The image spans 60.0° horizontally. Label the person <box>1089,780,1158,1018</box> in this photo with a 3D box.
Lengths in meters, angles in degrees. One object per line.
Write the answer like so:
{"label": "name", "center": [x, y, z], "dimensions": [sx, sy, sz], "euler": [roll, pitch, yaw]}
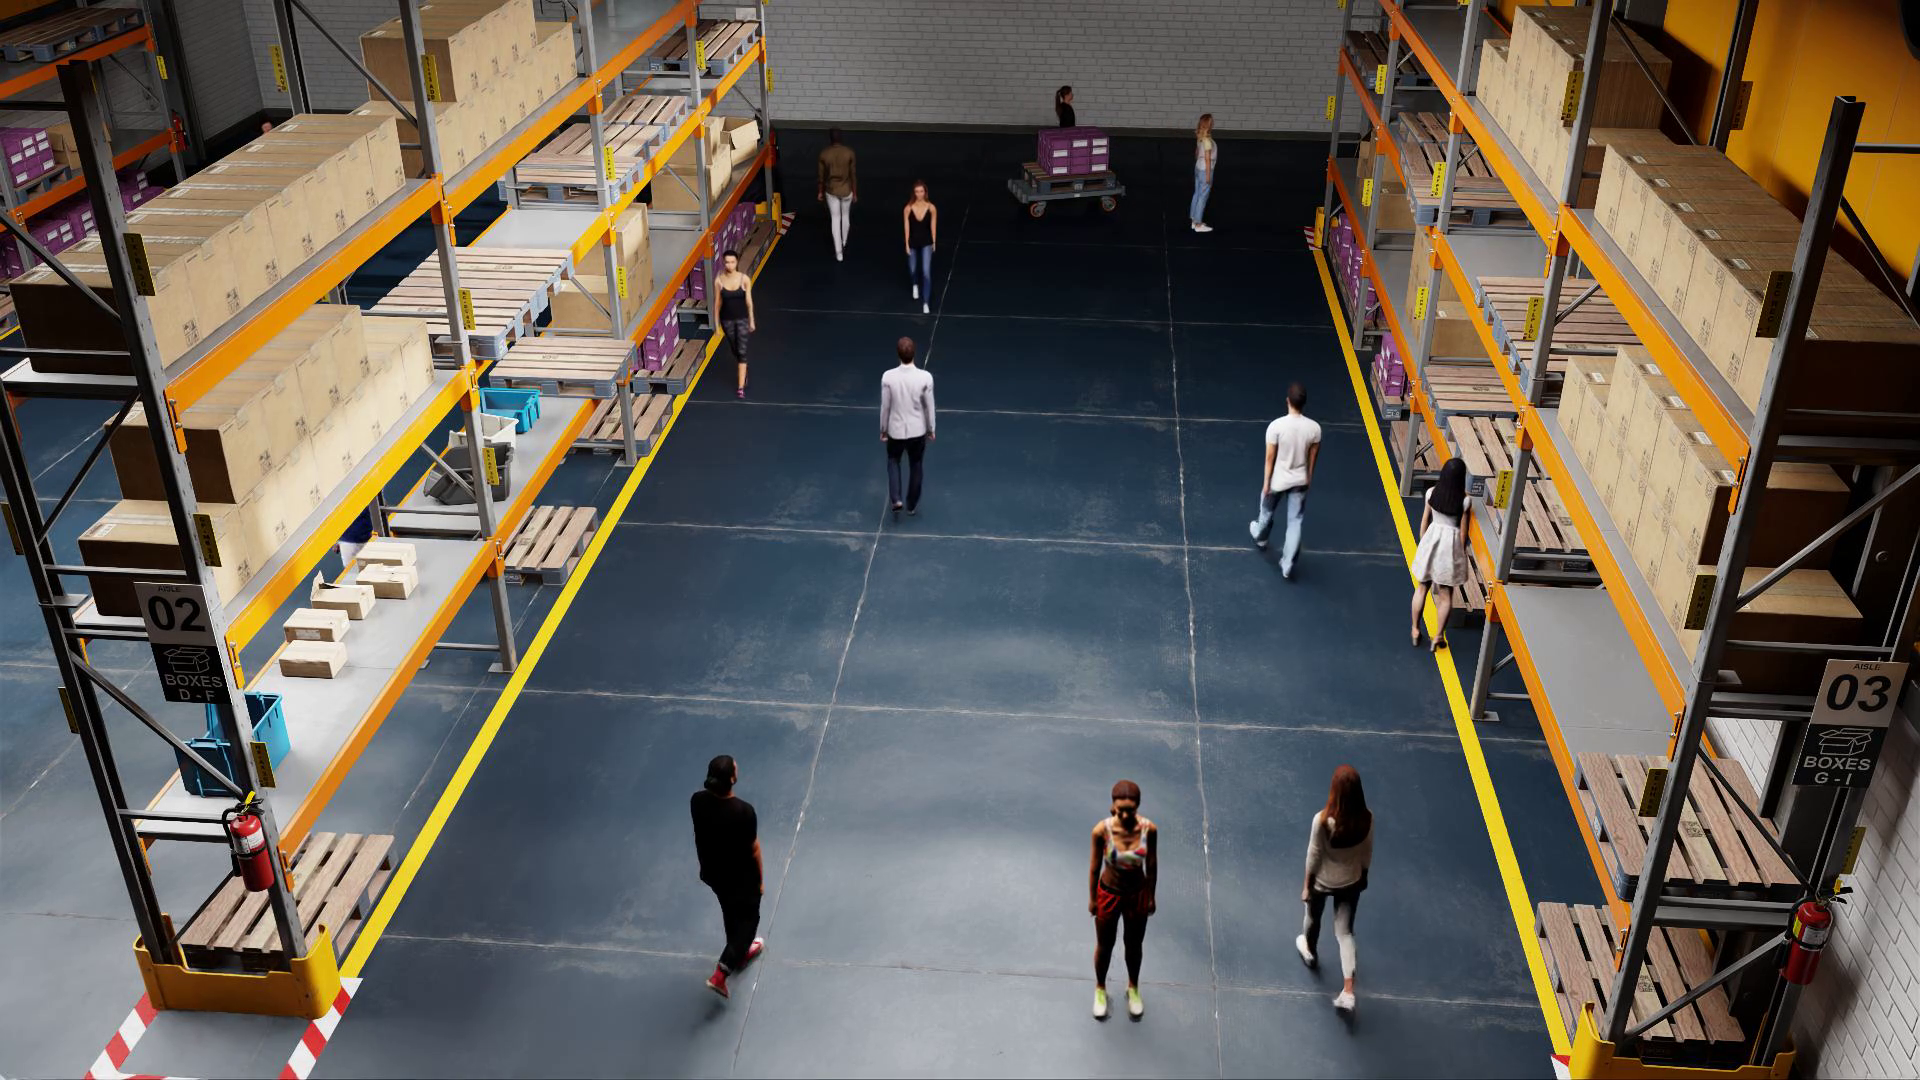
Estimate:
{"label": "person", "center": [1.006, 2.206, 10.321], "dimensions": [0.599, 1.785, 0.556], "euler": [-2, 29, -3]}

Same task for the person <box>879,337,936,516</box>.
{"label": "person", "center": [-0.528, -1.049, 16.233], "dimensions": [0.711, 1.837, 0.734], "euler": [1, 29, 2]}

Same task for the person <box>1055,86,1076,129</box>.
{"label": "person", "center": [1.614, -6.423, 26.389], "dimensions": [0.697, 1.545, 0.692], "euler": [-6, 29, -11]}

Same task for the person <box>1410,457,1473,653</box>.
{"label": "person", "center": [4.101, 0.119, 14.163], "dimensions": [0.772, 1.769, 0.793], "euler": [18, 33, 29]}

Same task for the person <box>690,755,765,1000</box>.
{"label": "person", "center": [-1.491, 2.140, 10.489], "dimensions": [0.845, 1.740, 1.056], "euler": [13, 31, 22]}

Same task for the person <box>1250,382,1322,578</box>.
{"label": "person", "center": [3.025, -0.508, 15.254], "dimensions": [0.796, 1.825, 1.125], "euler": [-2, 29, -4]}

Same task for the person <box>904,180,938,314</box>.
{"label": "person", "center": [-0.526, -3.832, 21.490], "dimensions": [0.610, 1.689, 1.090], "euler": [1, 29, 2]}

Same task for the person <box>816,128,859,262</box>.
{"label": "person", "center": [-1.679, -4.765, 23.103], "dimensions": [0.923, 1.783, 1.237], "euler": [-5, 29, -8]}

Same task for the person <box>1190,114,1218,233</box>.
{"label": "person", "center": [3.551, -5.363, 24.263], "dimensions": [0.747, 1.722, 0.587], "euler": [-6, 29, -11]}

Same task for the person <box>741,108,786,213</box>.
{"label": "person", "center": [-2.989, -5.659, 24.931], "dimensions": [0.662, 1.602, 0.803], "euler": [0, 29, 0]}

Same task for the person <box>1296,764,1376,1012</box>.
{"label": "person", "center": [2.389, 2.195, 10.443], "dimensions": [0.739, 1.687, 1.105], "euler": [-3, 29, -5]}

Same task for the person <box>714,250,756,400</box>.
{"label": "person", "center": [-2.565, -2.513, 19.062], "dimensions": [0.649, 1.699, 1.078], "euler": [0, 29, 0]}
